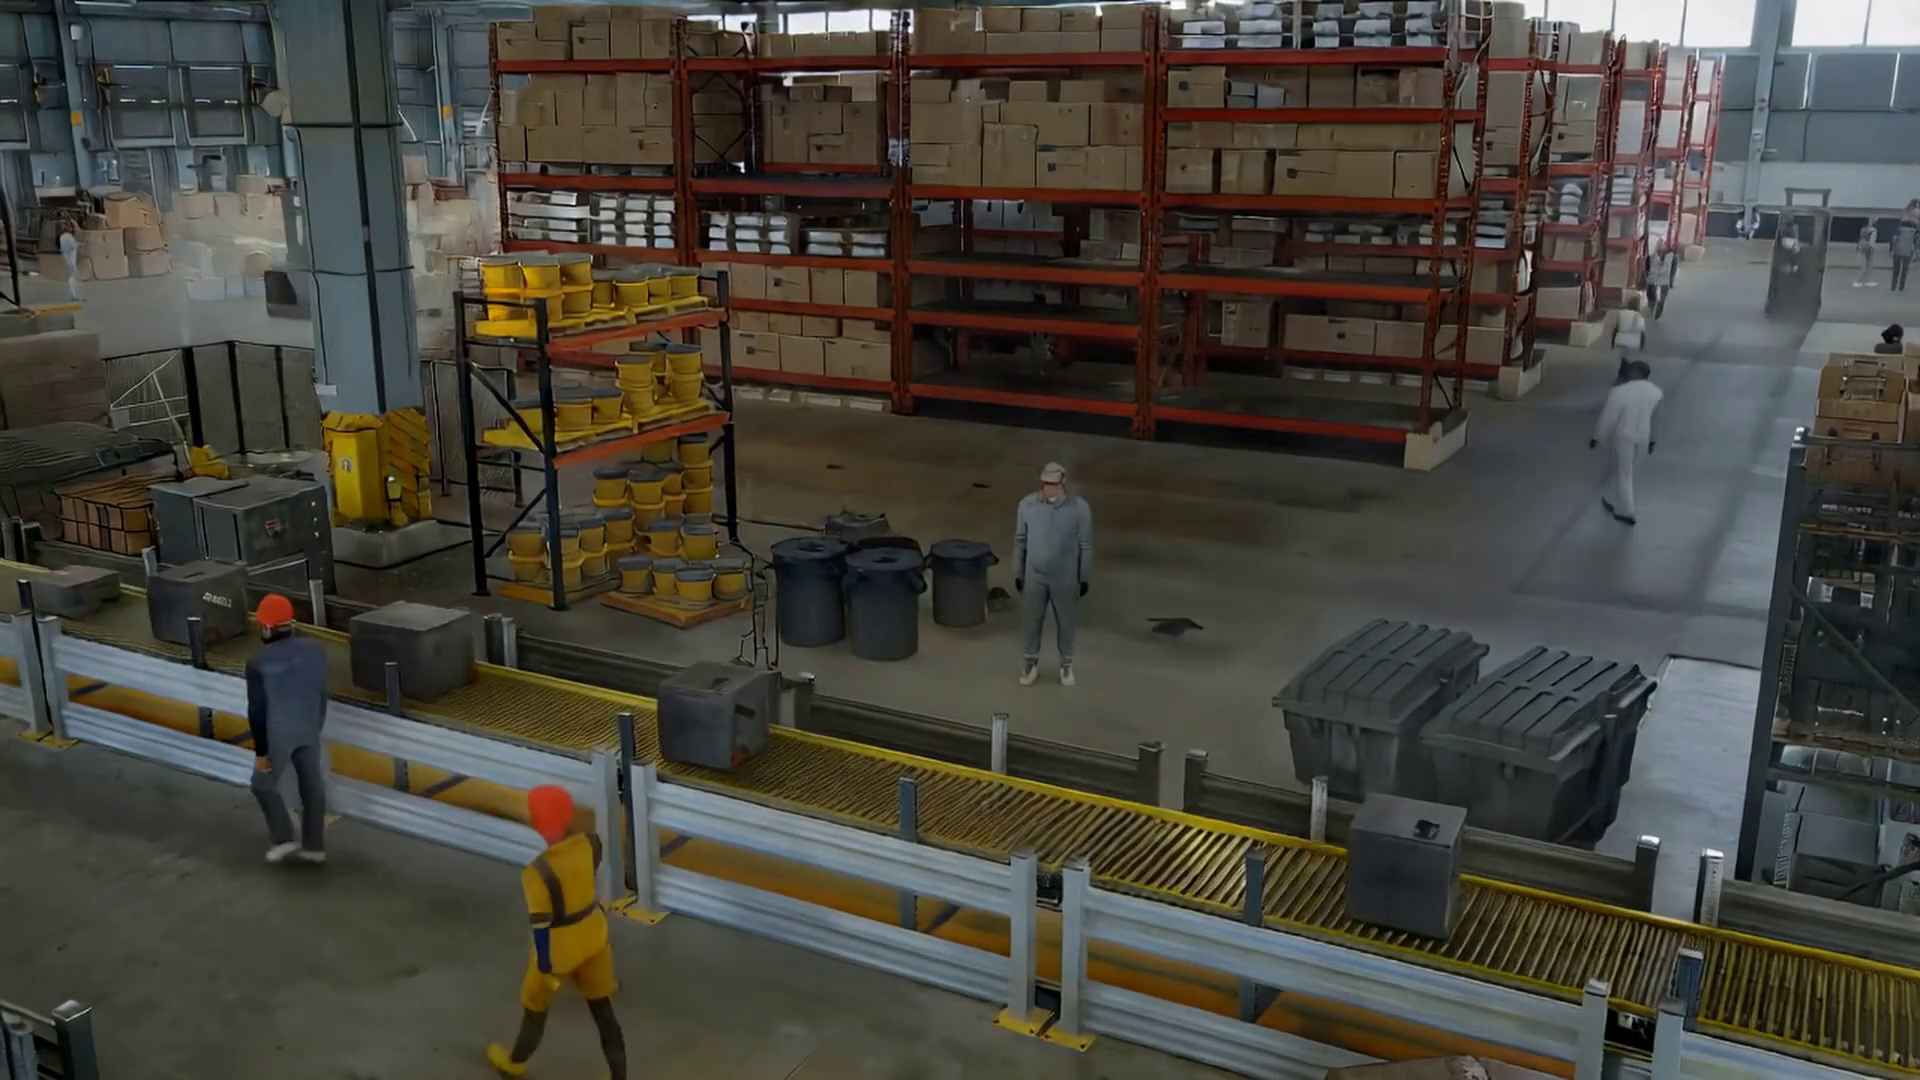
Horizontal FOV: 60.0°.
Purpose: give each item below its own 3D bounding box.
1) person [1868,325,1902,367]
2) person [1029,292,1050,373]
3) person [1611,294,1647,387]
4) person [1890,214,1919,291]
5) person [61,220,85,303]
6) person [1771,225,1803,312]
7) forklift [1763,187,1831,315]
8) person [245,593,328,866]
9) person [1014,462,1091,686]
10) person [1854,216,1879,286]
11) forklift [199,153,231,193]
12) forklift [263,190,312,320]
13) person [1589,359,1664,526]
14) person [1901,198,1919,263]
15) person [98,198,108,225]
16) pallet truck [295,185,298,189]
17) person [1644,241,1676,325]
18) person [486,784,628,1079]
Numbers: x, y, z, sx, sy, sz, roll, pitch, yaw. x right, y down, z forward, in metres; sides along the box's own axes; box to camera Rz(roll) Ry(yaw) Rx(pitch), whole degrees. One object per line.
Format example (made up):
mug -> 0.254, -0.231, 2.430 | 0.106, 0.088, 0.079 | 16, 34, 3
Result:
person -> 13.583, -2.367, 24.452 | 0.524, 1.598, 0.709 | -6, 16, -22
person -> 1.332, -3.263, 27.632 | 0.317, 1.695, 0.540 | -8, 17, -26
person -> 11.168, -3.271, 27.733 | 0.869, 1.644, 0.545 | -10, 18, -32
person -> 24.024, -7.311, 42.337 | 0.605, 1.965, 0.850 | 7, 17, 25
person -> -21.410, -6.702, 40.045 | 0.368, 1.967, 0.600 | -8, 17, -26
person -> 19.083, -6.269, 38.389 | 1.082, 1.987, 0.619 | -14, 20, -41
forklift -> 19.359, -6.704, 38.301 | 1.129, 2.768, 1.873 | 8, 17, 28
person -> -4.307, 1.211, 10.583 | 0.531, 1.814, 0.626 | 9, 17, 29
person -> 0.766, 0.285, 13.906 | 0.636, 1.902, 0.406 | 2, 15, 8
person -> 23.877, -7.569, 43.587 | 0.751, 1.817, 0.598 | -3, 15, -11
forklift -> -27.440, -12.865, 61.464 | 1.873, 2.768, 1.129 | 8, 17, 28
forklift -> -14.555, -6.370, 37.048 | 1.873, 2.768, 1.129 | 8, 17, 28
person -> 7.740, -1.173, 19.404 | 0.680, 1.887, 0.940 | -3, 15, -10
person -> 28.440, -9.258, 49.779 | 0.404, 1.901, 0.642 | 1, 15, 6
person -> -26.074, -9.509, 50.868 | 0.368, 1.840, 0.528 | 3, 15, 10
pallet truck -> -26.804, -14.617, 69.738 | 1.885, 1.965, 0.823 | -14, 20, -42
person -> 15.161, -5.568, 36.095 | 0.646, 1.794, 0.979 | 8, 17, 28
person -> -1.966, 1.957, 8.089 | 0.880, 1.647, 0.537 | 9, 18, 31
